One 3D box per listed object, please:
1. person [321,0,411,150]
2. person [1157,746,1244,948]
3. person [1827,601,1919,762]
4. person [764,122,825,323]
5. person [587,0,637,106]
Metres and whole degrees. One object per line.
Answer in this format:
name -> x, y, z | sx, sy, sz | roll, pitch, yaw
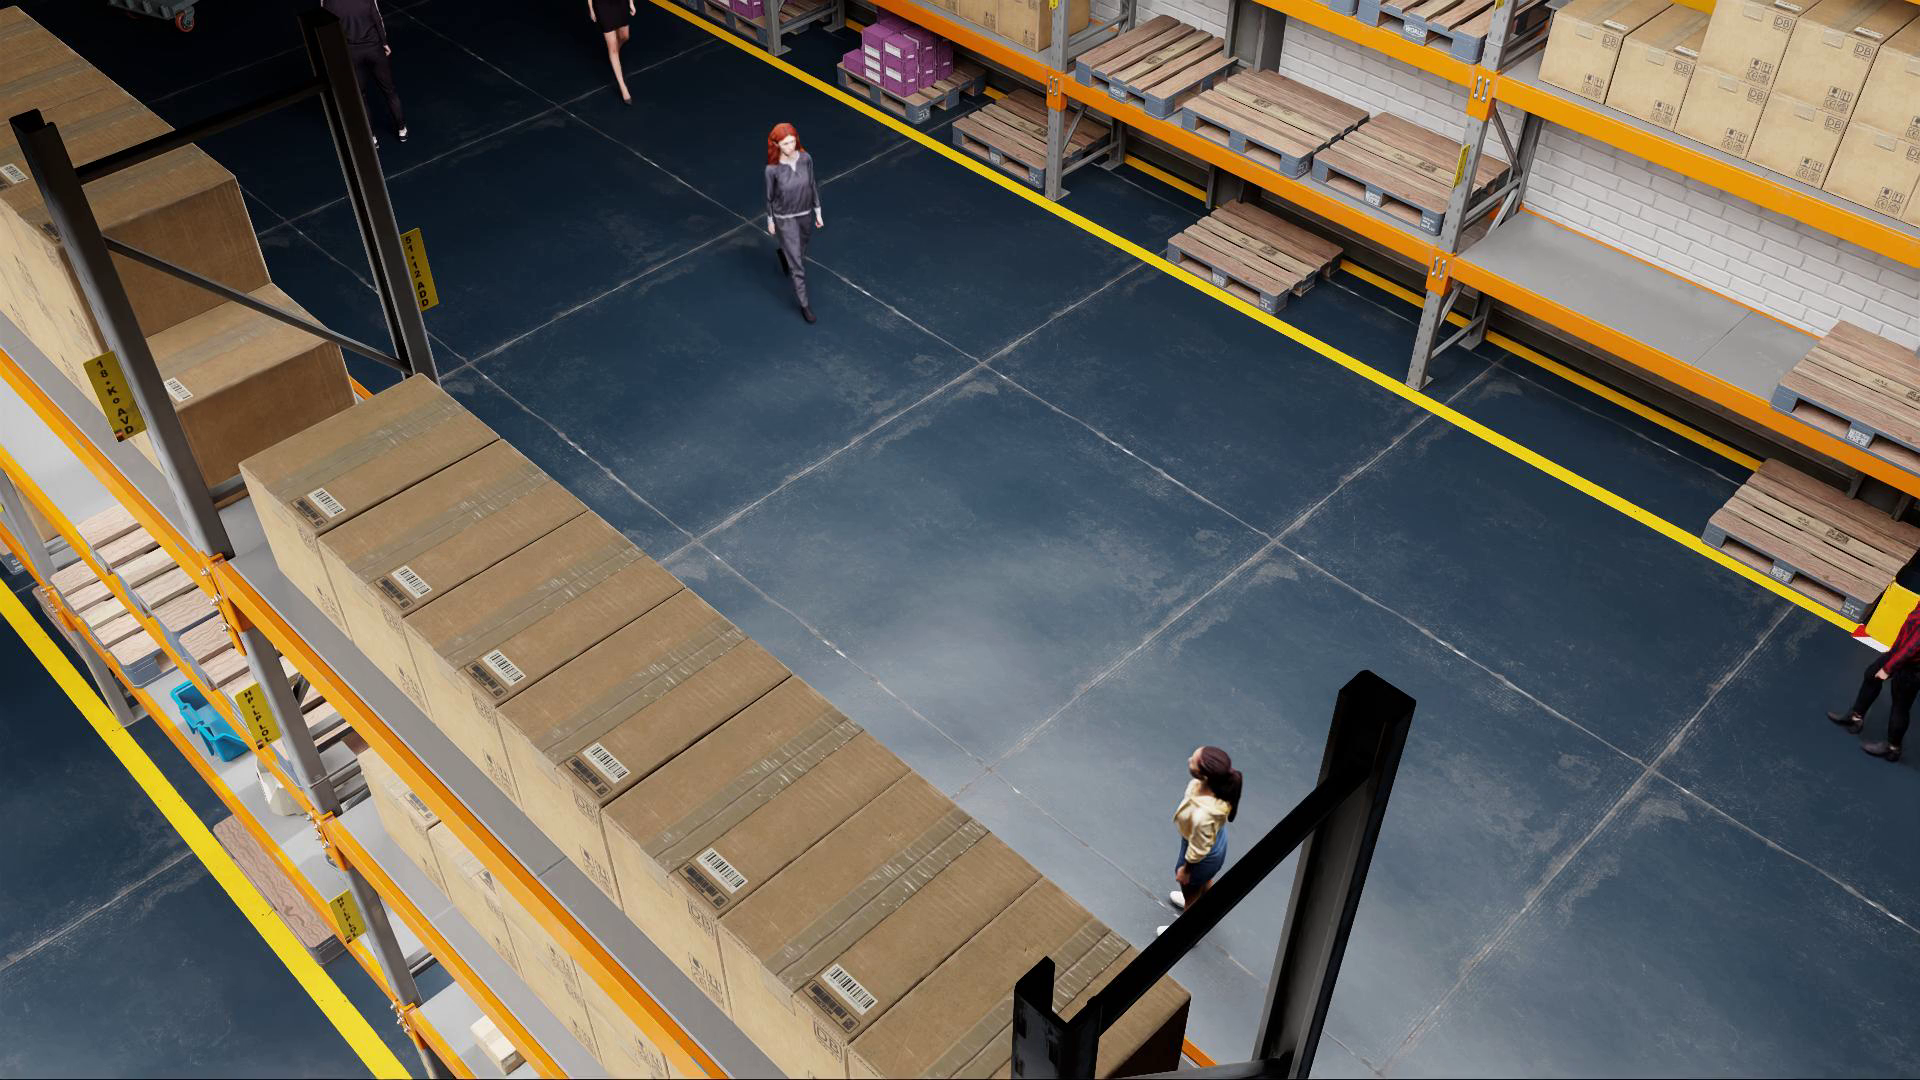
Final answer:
person -> -5.626, -4.578, 15.678 | 0.743, 1.836, 0.698 | -18, 47, -18
person -> 1.343, 1.692, 9.245 | 0.682, 1.631, 0.712 | 17, 46, 17
person -> 5.944, 0.782, 10.196 | 0.738, 1.638, 0.633 | 28, 50, 26
person -> -1.419, -2.693, 13.763 | 0.743, 1.748, 1.076 | -23, 48, -23
person -> -3.462, -5.272, 16.454 | 0.769, 1.771, 1.132 | -22, 48, -22
